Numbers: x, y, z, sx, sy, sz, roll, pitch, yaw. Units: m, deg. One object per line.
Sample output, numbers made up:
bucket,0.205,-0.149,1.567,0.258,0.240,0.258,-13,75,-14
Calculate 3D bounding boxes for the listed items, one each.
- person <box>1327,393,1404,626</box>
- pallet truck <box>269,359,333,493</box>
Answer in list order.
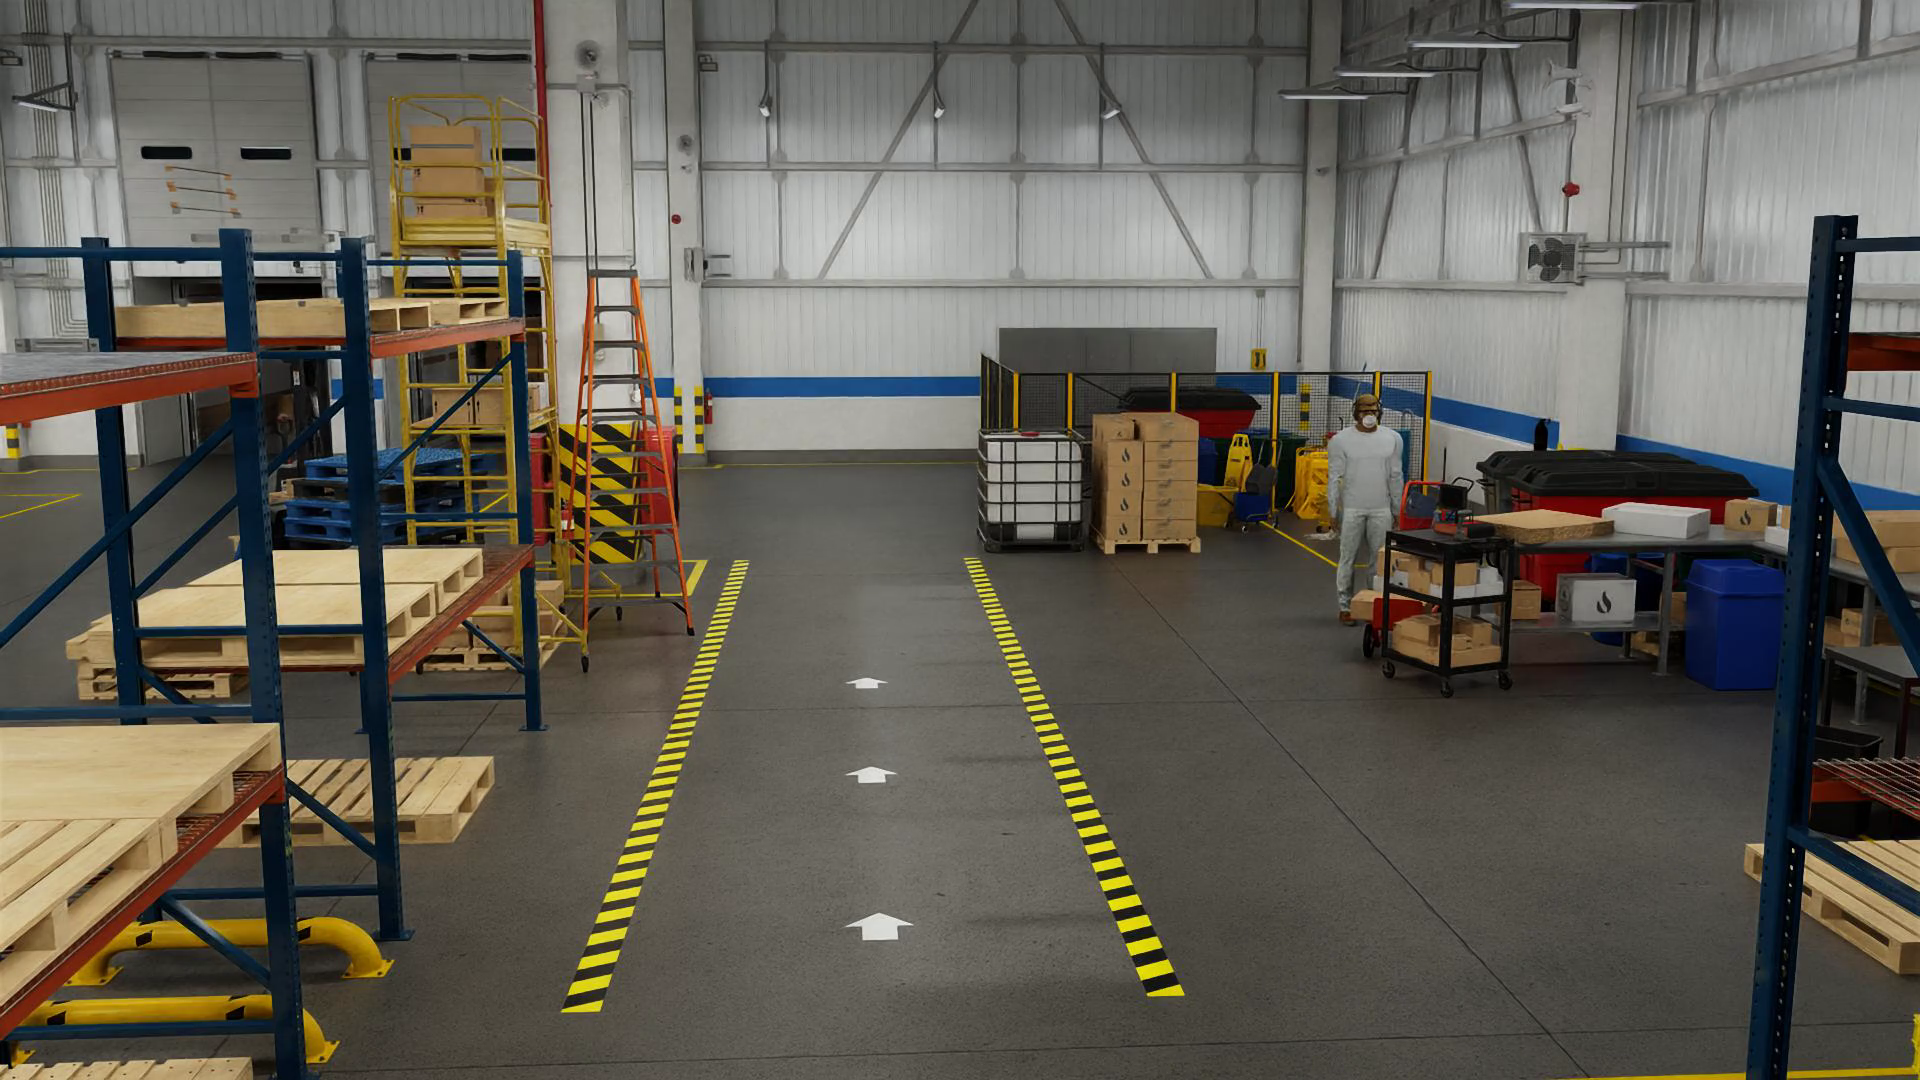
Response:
person,3.323,-0.247,13.678,0.630,1.934,0.364,0,9,-2
pallet truck,-7.062,-1.131,18.996,1.885,1.965,0.823,2,9,13
